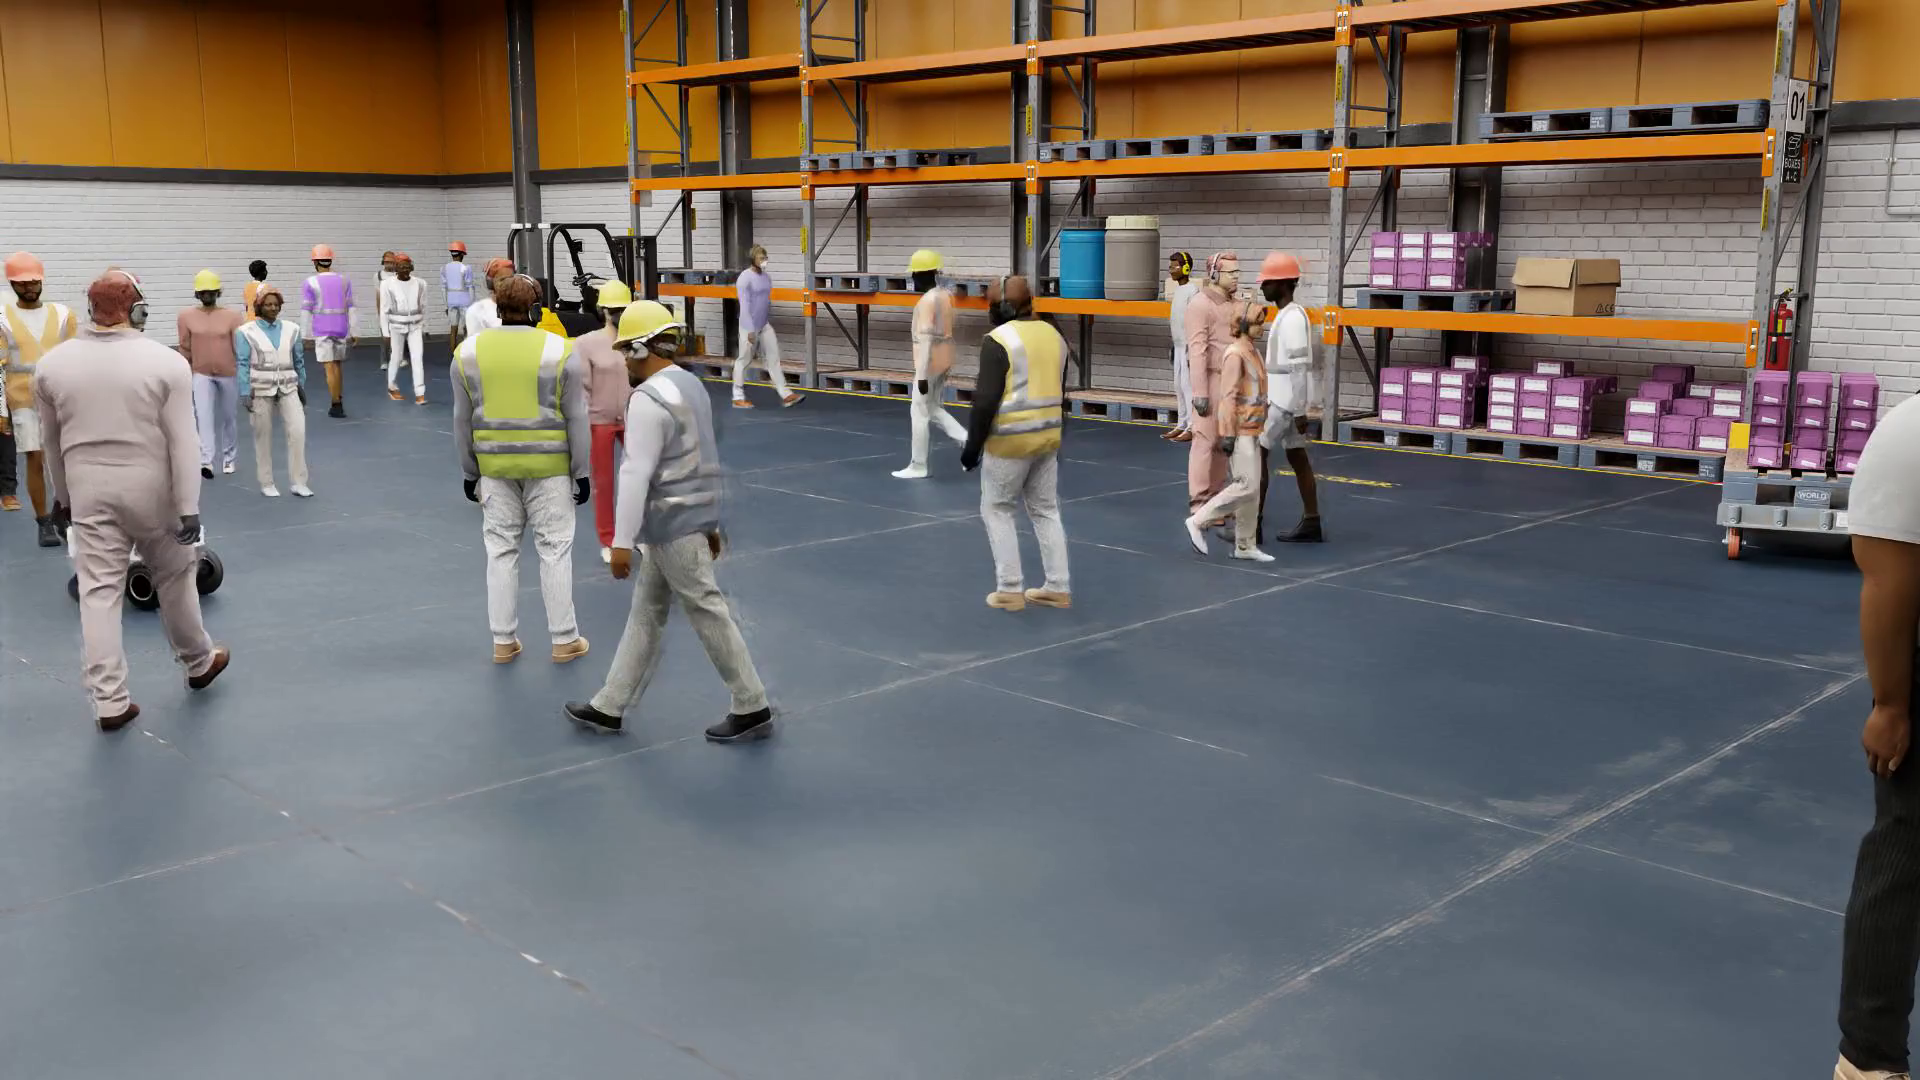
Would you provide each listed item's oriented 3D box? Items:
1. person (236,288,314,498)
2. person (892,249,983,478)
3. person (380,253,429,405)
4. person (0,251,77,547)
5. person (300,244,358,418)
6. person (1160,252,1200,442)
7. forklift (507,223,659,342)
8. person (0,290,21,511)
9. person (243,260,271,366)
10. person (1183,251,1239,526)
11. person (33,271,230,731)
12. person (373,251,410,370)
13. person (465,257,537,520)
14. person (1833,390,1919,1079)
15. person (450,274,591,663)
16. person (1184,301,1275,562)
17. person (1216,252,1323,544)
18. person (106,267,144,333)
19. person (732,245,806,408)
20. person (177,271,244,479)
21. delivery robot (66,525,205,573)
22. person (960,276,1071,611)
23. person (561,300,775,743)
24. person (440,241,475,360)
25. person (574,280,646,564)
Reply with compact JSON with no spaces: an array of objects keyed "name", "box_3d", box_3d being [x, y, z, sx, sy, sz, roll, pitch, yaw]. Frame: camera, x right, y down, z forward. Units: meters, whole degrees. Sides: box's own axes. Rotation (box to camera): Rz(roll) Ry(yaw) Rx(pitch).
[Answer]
[{"name":"person","box_3d":[-5.226,-1.107,12.741,0.548,1.613,0.687,-10,14,-42]},{"name":"person","box_3d":[-0.204,-1.447,13.779,0.678,1.909,0.609,3,11,15]},{"name":"person","box_3d":[-6.734,-2.563,20.143,0.617,1.828,0.989,-7,12,-33]},{"name":"person","box_3d":[-5.963,-0.901,10.783,0.564,1.917,0.410,-8,13,-38]},{"name":"person","box_3d":[-7.085,-2.328,18.571,0.581,1.914,0.681,-10,14,-43]},{"name":"person","box_3d":[2.197,-1.899,16.406,0.320,1.861,0.515,-2,11,-13]},{"name":"forklift","box_3d":[-5.316,-3.263,22.920,2.313,2.155,1.214,-10,14,-44]},{"name":"person","box_3d":[-7.166,-1.187,12.204,0.655,1.967,0.480,-8,13,-39]},{"name":"person","box_3d":[-9.245,-2.846,21.998,0.535,1.697,0.322,7,13,35]},{"name":"person","box_3d":[1.832,-1.063,11.709,0.410,1.909,0.643,7,13,35]},{"name":"person","box_3d":[-3.494,-0.195,7.067,0.668,1.862,0.950,-1,10,-5]},{"name":"person","box_3d":[-8.650,-3.498,25.344,0.495,1.796,0.951,-2,11,-9]},{"name":"person","box_3d":[-3.235,-1.073,11.858,0.470,1.870,0.607,8,13,38]},{"name":"person","box_3d":[2.356,0.333,3.726,0.688,2.000,0.536,-3,11,-17]},{"name":"person","box_3d":[-2.051,-0.328,7.878,0.636,1.842,0.429,0,10,1]},{"name":"person","box_3d":[1.705,-0.659,10.279,0.459,1.627,0.519,4,11,21]},{"name":"person","box_3d":[2.028,-0.912,10.884,0.828,1.905,0.551,2,11,13]},{"name":"person","box_3d":[-11.318,-2.875,22.431,0.524,1.594,0.845,-1,10,-4]},{"name":"person","box_3d":[-2.272,-2.456,19.331,0.984,1.891,0.653,6,12,29]},{"name":"person","box_3d":[-6.209,-1.370,13.863,0.549,1.714,0.891,-4,11,-19]},{"name":"delivery robot","box_3d":[-4.566,0.024,9.213,0.707,0.478,0.477,3,11,15]},{"name":"person","box_3d":[0.314,-0.493,8.899,0.446,1.803,0.675,10,14,43]},{"name":"person","box_3d":[-1.171,-0.060,6.643,0.910,1.769,0.662,1,10,4]},{"name":"person","box_3d":[-7.725,-3.642,25.710,0.542,1.930,0.366,2,11,11]},{"name":"person","box_3d":[-2.112,-0.709,10.213,0.543,1.754,0.414,-5,12,-26]}]
